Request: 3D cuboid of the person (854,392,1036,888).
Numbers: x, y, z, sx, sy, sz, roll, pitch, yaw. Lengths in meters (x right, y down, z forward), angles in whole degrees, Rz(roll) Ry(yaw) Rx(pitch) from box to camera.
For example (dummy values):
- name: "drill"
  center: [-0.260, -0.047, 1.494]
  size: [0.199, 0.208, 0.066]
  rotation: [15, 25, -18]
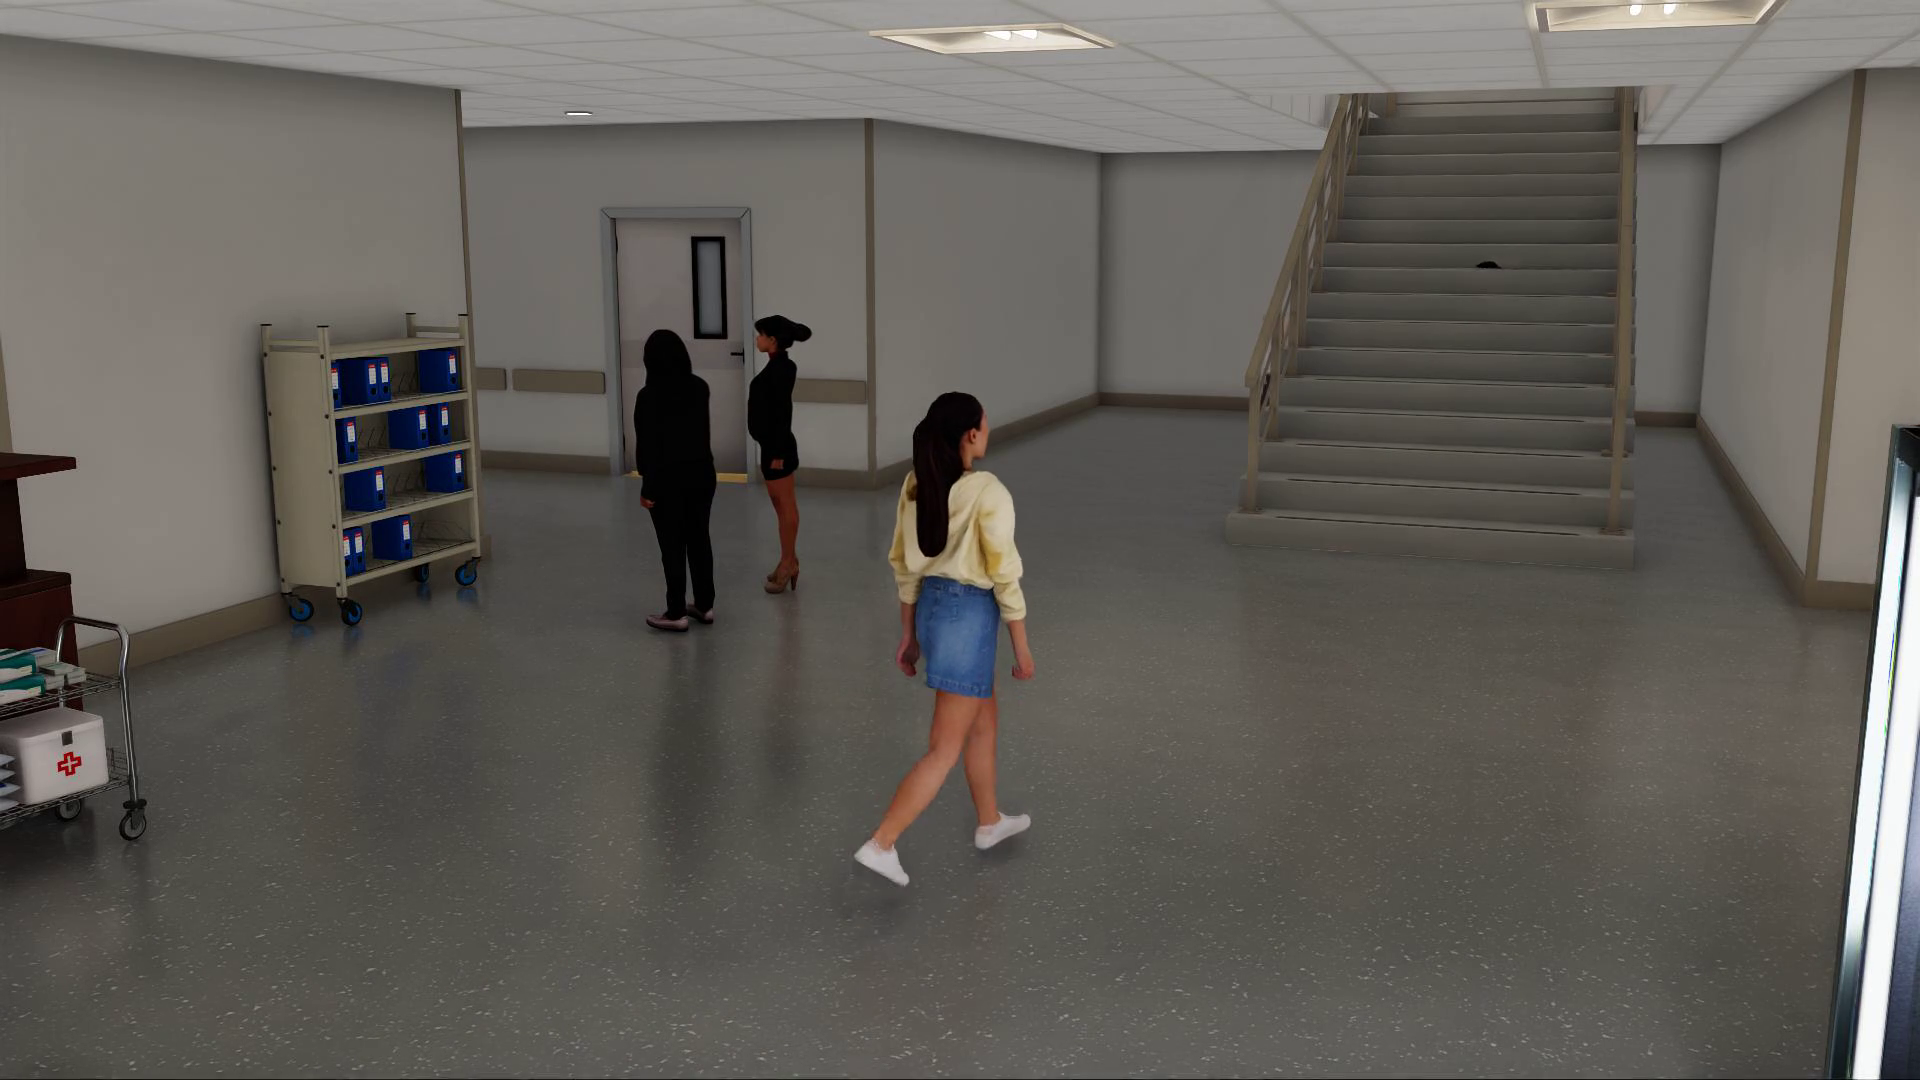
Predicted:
- name: "person"
  center: [-0.056, 0.353, 5.430]
  size: [1.206, 1.597, 0.956]
  rotation: [-10, 15, -43]

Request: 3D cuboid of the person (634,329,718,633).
- name: "person"
  center: [-1.511, -0.323, 8.955]
  size: [0.782, 1.612, 0.663]
  rotation: [8, 13, 37]

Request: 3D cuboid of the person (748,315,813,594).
- name: "person"
  center: [-1.075, -0.515, 9.892]
  size: [0.711, 1.639, 0.642]
  rotation: [0, 11, 1]
